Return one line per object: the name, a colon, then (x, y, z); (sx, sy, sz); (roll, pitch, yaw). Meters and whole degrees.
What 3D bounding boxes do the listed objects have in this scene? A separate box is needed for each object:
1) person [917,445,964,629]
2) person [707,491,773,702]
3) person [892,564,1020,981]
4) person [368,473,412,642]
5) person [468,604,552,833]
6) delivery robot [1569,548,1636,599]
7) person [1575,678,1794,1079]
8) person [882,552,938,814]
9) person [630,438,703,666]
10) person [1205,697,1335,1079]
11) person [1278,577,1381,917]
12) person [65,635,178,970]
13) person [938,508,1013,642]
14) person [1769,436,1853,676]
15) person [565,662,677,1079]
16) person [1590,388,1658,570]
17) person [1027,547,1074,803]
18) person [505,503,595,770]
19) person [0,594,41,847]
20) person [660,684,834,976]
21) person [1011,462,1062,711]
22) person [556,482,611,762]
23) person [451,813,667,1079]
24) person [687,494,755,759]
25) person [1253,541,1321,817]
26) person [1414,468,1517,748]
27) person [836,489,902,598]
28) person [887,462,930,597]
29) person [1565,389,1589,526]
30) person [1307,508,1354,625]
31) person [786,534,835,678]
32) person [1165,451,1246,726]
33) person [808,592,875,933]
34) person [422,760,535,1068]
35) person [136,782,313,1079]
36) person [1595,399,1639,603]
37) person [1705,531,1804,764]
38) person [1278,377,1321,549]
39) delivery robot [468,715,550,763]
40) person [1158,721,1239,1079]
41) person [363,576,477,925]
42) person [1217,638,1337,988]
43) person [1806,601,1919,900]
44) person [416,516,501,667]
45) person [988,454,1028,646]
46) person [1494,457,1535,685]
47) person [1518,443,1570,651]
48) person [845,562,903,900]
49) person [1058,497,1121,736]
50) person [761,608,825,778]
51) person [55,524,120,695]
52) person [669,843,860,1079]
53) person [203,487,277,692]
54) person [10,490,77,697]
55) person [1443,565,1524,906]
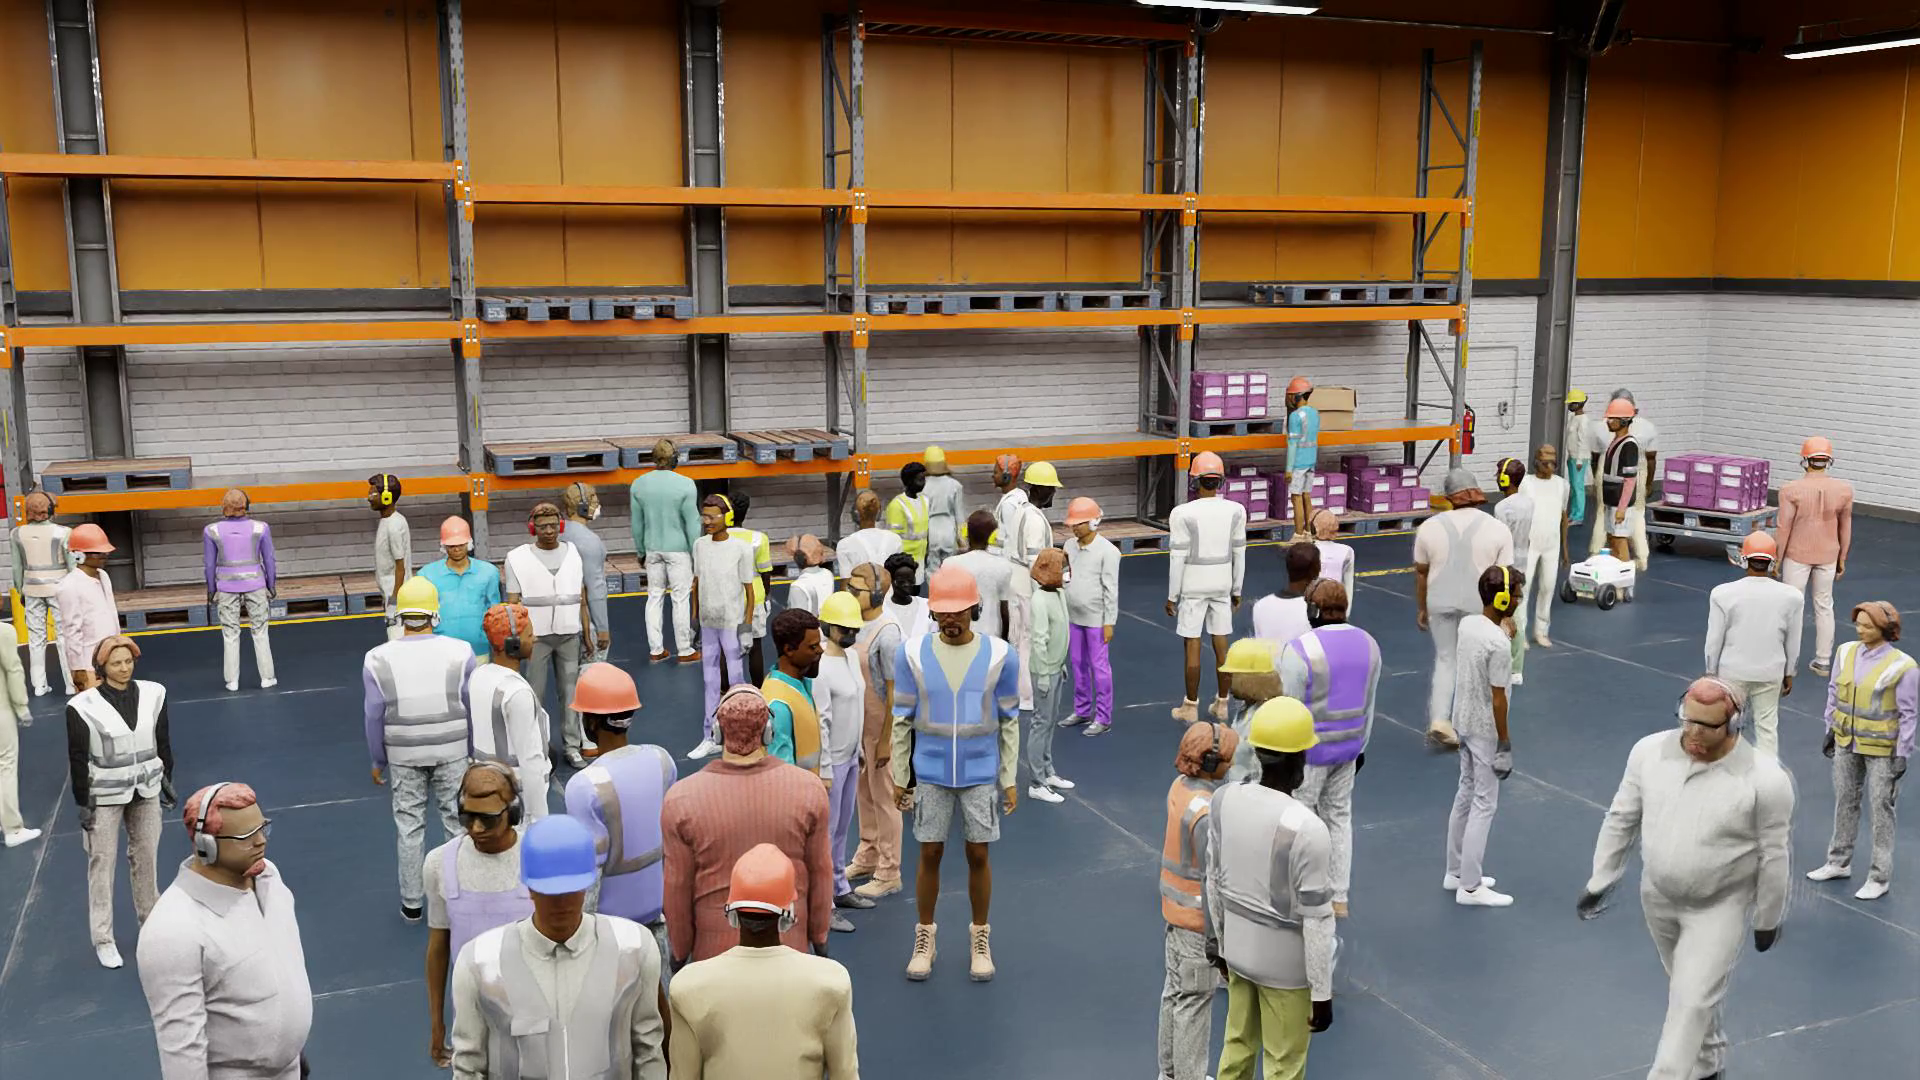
person: (-0.221, -0.018, 15.432); (0.486, 1.722, 0.364); (-4, 11, -20)
person: (-1.688, 0.472, 12.687); (0.532, 1.696, 0.319); (0, 10, -1)
person: (-0.021, 1.118, 7.965); (0.614, 2.041, 0.390); (0, 10, 3)
person: (-4.253, 0.430, 12.430); (0.328, 1.872, 0.511); (-4, 11, -23)
person: (-2.084, 1.225, 7.812); (0.355, 1.882, 0.576); (-8, 13, -39)
delivery robot: (6.394, 0.326, 16.541); (0.707, 0.478, 0.477); (-7, 12, -36)
person: (2.858, 1.445, 6.632); (1.022, 1.846, 0.691); (-7, 12, -36)
person: (-0.365, 0.904, 10.191); (0.533, 1.697, 0.322); (-5, 11, -24)
person: (-2.474, 0.106, 14.094); (0.627, 1.941, 0.372); (3, 10, 18)
person: (1.138, 1.512, 6.033); (0.371, 1.927, 0.584); (-7, 12, -33)
person: (1.887, 1.102, 8.691); (0.641, 1.829, 0.429); (-6, 11, -30)
person: (-4.139, 1.270, 8.246); (0.314, 1.641, 0.515); (7, 12, 34)
person: (0.097, 0.713, 10.881); (0.543, 1.838, 0.596); (-3, 10, -16)
person: (7.023, 0.135, 13.764); (0.621, 1.992, 0.397); (0, 10, 2)
person: (-1.342, 1.428, 6.484); (0.375, 1.935, 0.550); (6, 11, 29)
person: (7.312, -0.685, 18.362); (0.693, 2.000, 0.545); (4, 11, 21)
person: (0.584, 0.850, 10.687); (0.279, 1.633, 0.501); (3, 10, 17)
person: (-2.757, 0.656, 11.192); (0.574, 1.843, 0.375); (-6, 11, -30)
person: (-5.751, 1.004, 9.833); (0.506, 1.628, 0.278); (2, 10, 12)
person: (-0.796, 1.480, 6.276); (0.640, 1.909, 0.409); (-2, 10, -13)
person: (0.580, 0.354, 12.731); (0.397, 1.920, 0.586); (-1, 10, -5)
person: (-2.602, 0.558, 11.492); (0.372, 1.940, 0.632); (-8, 13, -39)
person: (-1.137, 1.718, 4.777); (0.603, 1.950, 0.385); (-4, 10, -20)
person: (-1.646, 0.604, 11.428); (0.514, 1.872, 0.328); (5, 11, 25)
person: (1.911, 0.953, 9.340); (0.563, 1.890, 0.623); (-7, 12, -35)
person: (3.591, 0.442, 11.865); (0.734, 2.000, 0.971); (5, 11, 26)
person: (-0.649, 0.558, 11.762); (0.506, 1.846, 0.346); (-6, 11, -31)
person: (-0.447, 0.147, 14.604); (0.324, 1.689, 0.545); (7, 12, 36)
person: (7.871, -1.052, 21.297); (0.340, 1.761, 0.524); (1, 10, 6)
person: (2.645, 0.585, 12.200); (0.523, 1.639, 0.306); (-4, 10, -20)
person: (-0.990, 0.764, 11.166); (0.315, 1.639, 0.515); (4, 11, 21)
person: (1.808, 0.360, 12.335); (0.615, 2.042, 0.373); (-3, 10, -18)
person: (-0.628, 1.135, 8.668); (0.305, 1.767, 0.523); (3, 10, 17)
person: (-1.554, 1.625, 5.656); (0.511, 1.836, 0.357); (0, 10, 1)
person: (-2.213, 1.673, 5.163); (0.409, 1.907, 0.650); (1, 10, 4)
person: (6.566, -0.391, 16.662); (0.378, 2.044, 0.608); (1, 10, 7)
person: (5.019, 0.810, 10.570); (0.563, 1.752, 0.326); (2, 10, 10)
person: (3.989, -0.896, 19.607); (0.398, 2.037, 0.603); (8, 13, 38)
delivery robot: (-3.110, 1.280, 11.047); (0.707, 0.478, 0.477); (-6, 11, -30)
person: (0.965, 1.532, 6.743); (0.310, 1.639, 0.522); (-1, 10, -6)
person: (-2.784, 1.096, 8.693); (0.586, 1.835, 0.403); (-3, 10, -16)
person: (1.413, 1.307, 7.789); (0.628, 1.723, 0.503); (0, 10, -2)
person: (4.937, 1.131, 9.057); (0.310, 1.636, 0.523); (-4, 11, -21)
person: (-3.353, 0.704, 11.181); (0.563, 1.752, 0.328); (-4, 11, -23)
person: (0.392, 0.238, 13.498); (0.356, 1.883, 0.573); (1, 10, 8)
person: (4.387, 0.268, 13.372); (0.531, 1.867, 0.317); (-9, 13, -42)
person: (5.101, 0.059, 14.664); (0.516, 1.848, 0.377); (-1, 10, -3)
person: (-0.492, 1.026, 9.065); (0.345, 1.847, 0.507); (-5, 11, -28)
person: (0.916, 0.547, 12.130); (0.355, 1.741, 0.573); (-8, 12, -37)
person: (-0.792, 1.247, 7.584); (0.372, 1.916, 0.597); (0, 10, -1)
person: (-5.641, 0.757, 10.876); (0.342, 1.749, 0.572); (-1, 10, -5)
person: (-0.588, 1.771, 5.034); (0.569, 1.749, 0.342); (-1, 10, -5)
person: (-5.730, 0.399, 13.269); (0.525, 1.639, 0.307); (-4, 11, -20)
person: (-7.166, 0.430, 13.088); (0.517, 1.641, 0.308); (0, 10, -3)
person: (2.818, 1.045, 8.932); (0.338, 1.858, 0.523); (-1, 10, -7)
